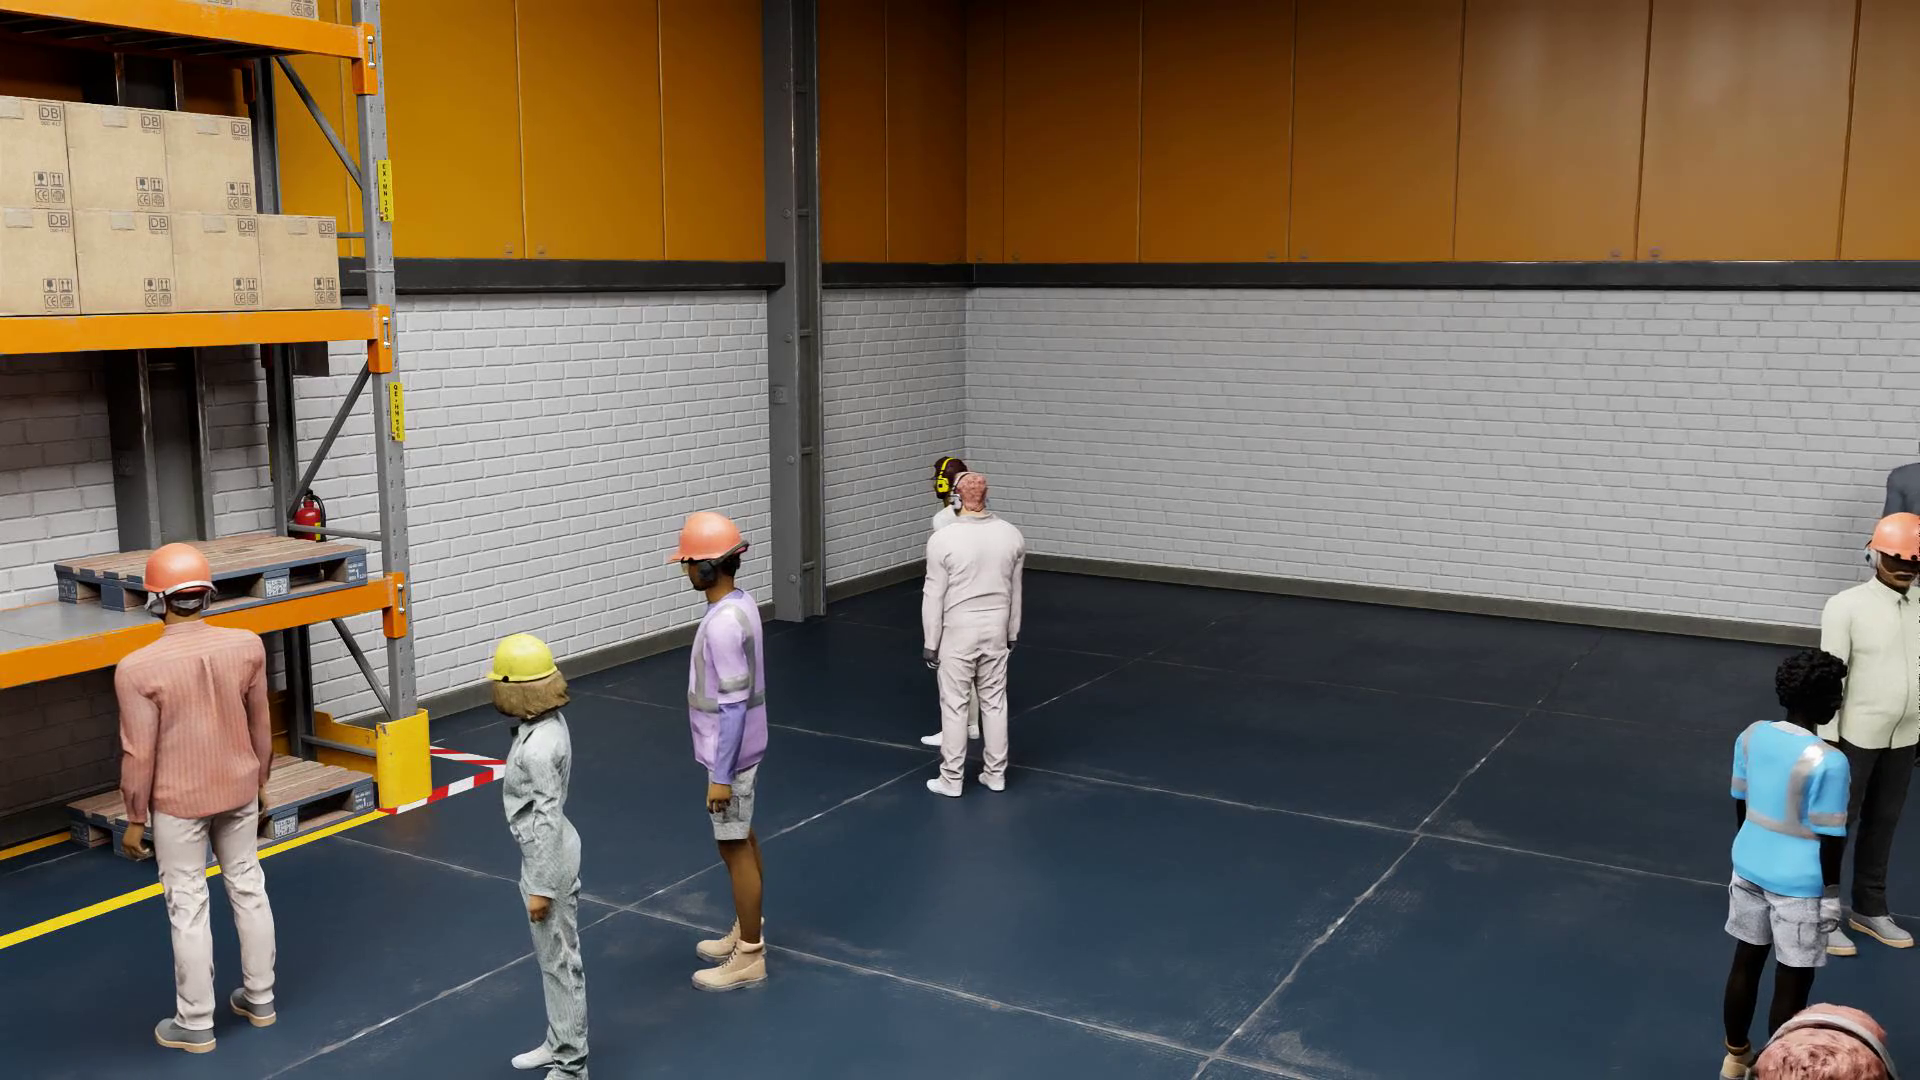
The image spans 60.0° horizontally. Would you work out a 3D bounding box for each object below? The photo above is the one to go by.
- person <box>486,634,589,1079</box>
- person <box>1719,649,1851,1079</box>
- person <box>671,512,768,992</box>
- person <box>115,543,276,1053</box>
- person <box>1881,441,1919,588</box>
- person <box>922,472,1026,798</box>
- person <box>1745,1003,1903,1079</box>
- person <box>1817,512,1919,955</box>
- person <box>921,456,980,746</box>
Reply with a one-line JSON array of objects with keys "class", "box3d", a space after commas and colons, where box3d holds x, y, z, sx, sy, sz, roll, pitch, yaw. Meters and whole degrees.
[{"class": "person", "box3d": [-1.544, 1.197, 6.091, 0.314, 1.740, 0.486, -2, 9, -12]}, {"class": "person", "box3d": [3.000, 1.227, 6.037, 0.322, 1.694, 0.536, -2, 9, -11]}, {"class": "person", "box3d": [-1.013, 0.891, 7.058, 0.393, 2.040, 0.611, 0, 9, -3]}, {"class": "person", "box3d": [-2.985, 1.000, 6.519, 0.383, 1.996, 0.609, 7, 11, 36]}, {"class": "person", "box3d": [7.168, 0.105, 12.330, 0.656, 1.924, 0.492, 2, 9, 13]}, {"class": "person", "box3d": [0.062, 0.549, 9.661, 0.647, 1.897, 0.399, -5, 10, -29]}, {"class": "person", "box3d": [1.331, 1.670, 2.669, 0.639, 1.899, 0.395, 8, 12, 40]}, {"class": "person", "box3d": [4.098, 0.858, 7.418, 0.614, 1.990, 0.392, -2, 9, -14]}, {"class": "person", "box3d": [-0.058, 0.396, 10.682, 0.312, 1.869, 0.538, 5, 10, 28]}]
